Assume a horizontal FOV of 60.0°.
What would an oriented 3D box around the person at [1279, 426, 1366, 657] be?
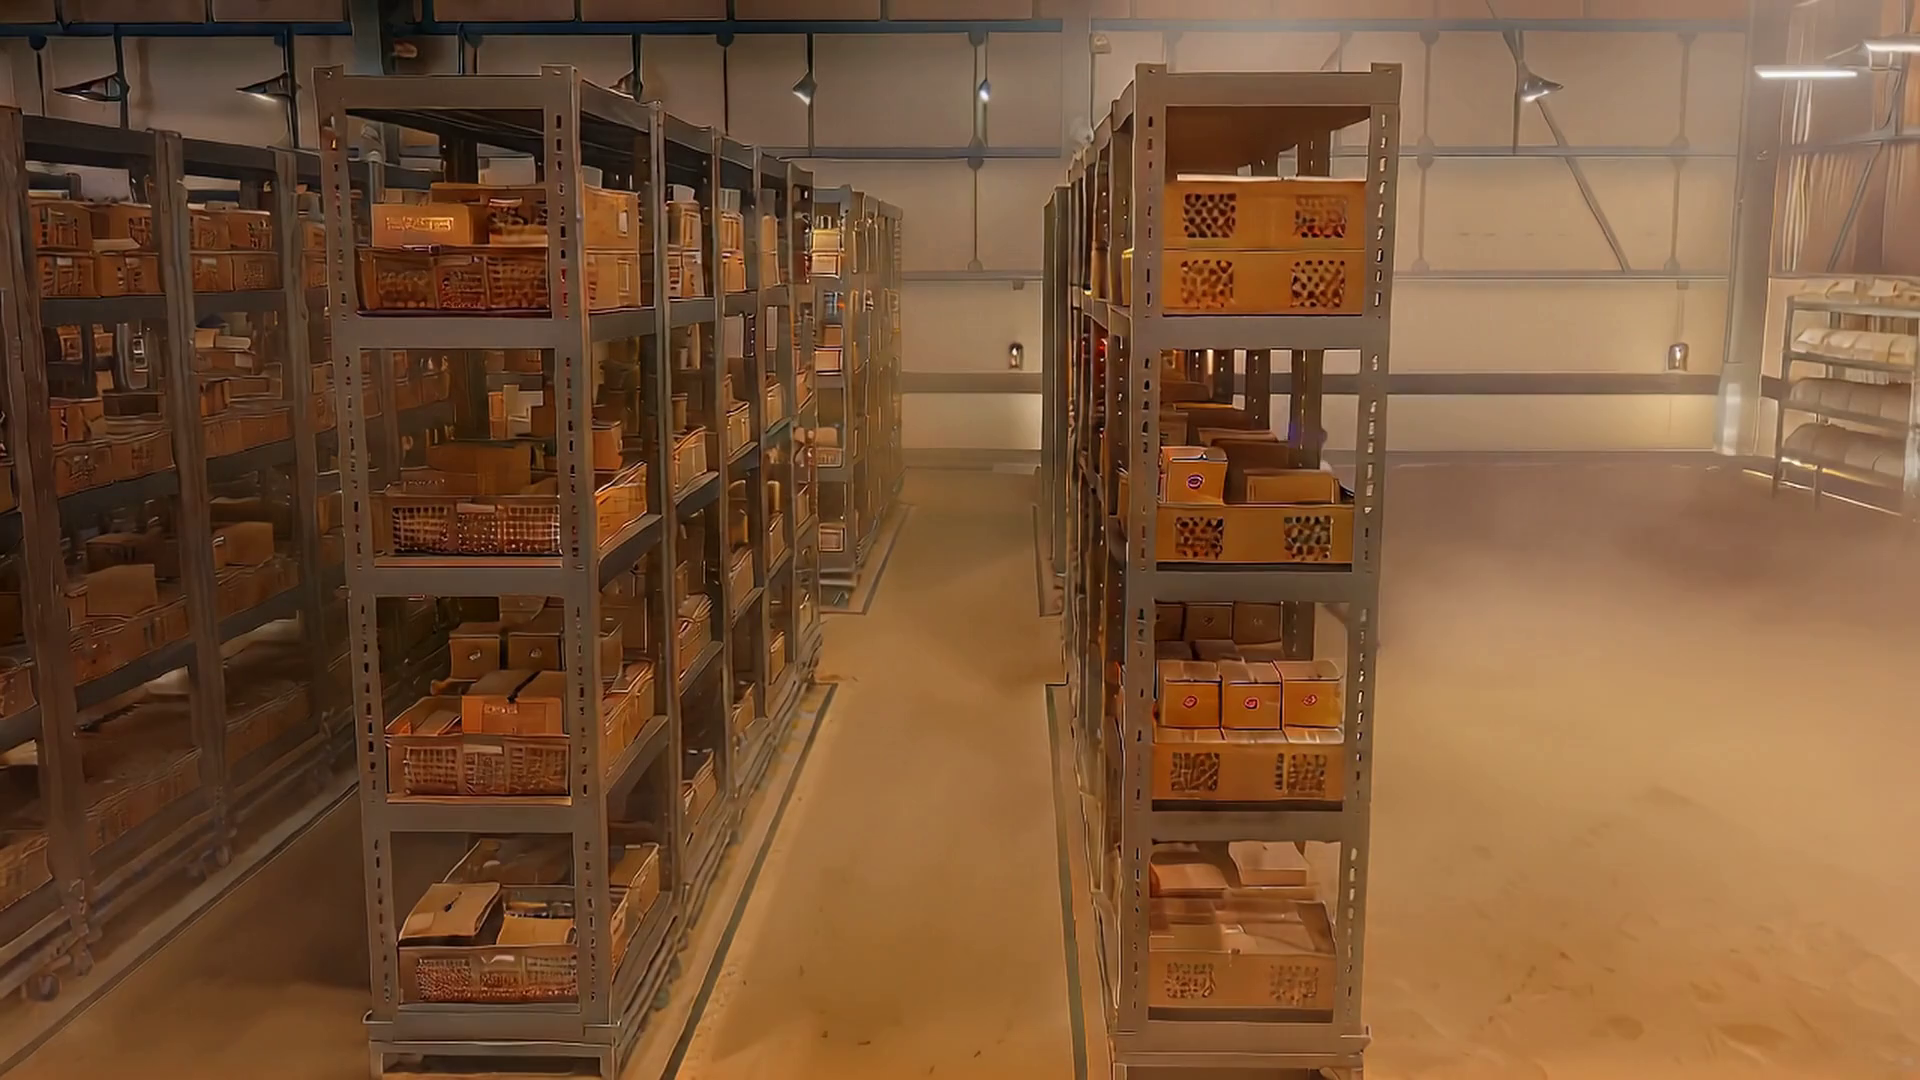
[{"bbox_3d":[2.683,0.013,12.475,0.854,1.819,0.587,-1,10,-8],"label":"person"}]
